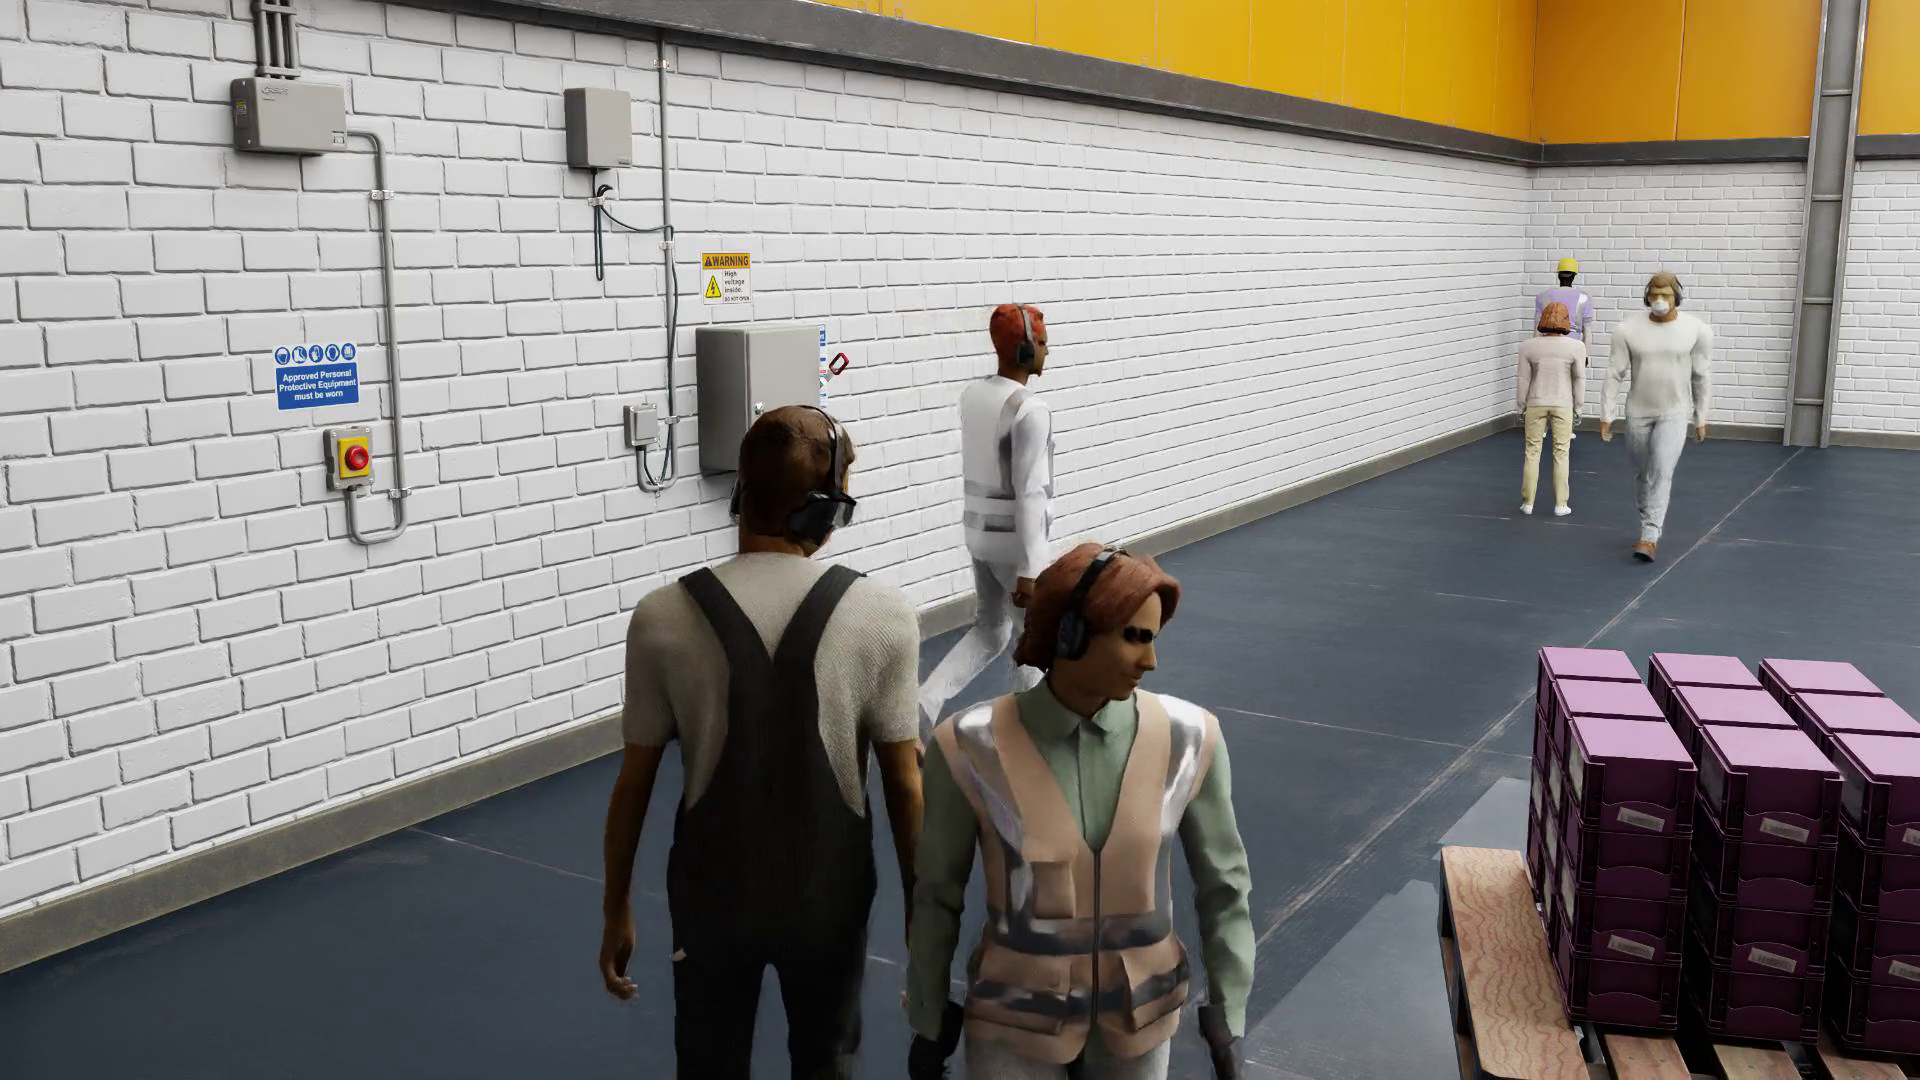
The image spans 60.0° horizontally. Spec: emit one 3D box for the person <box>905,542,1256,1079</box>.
[{"bbox_3d":[0.193,0.822,2.670,0.563,1.625,0.443,-2,10,-11],"label":"person"}]

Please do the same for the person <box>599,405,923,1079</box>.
[{"bbox_3d":[-0.351,0.672,2.978,0.616,1.814,0.440,-1,10,-5],"label":"person"}]

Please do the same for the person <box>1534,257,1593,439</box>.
[{"bbox_3d":[6.358,-2.017,17.586,0.582,1.918,0.388,3,11,18],"label":"person"}]

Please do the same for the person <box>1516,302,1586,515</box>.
[{"bbox_3d":[4.516,-1.001,12.742,0.500,1.633,0.280,4,11,23],"label":"person"}]

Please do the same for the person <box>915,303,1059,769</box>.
[{"bbox_3d":[0.112,0.035,6.353,0.697,1.867,0.575,-6,12,-31],"label":"person"}]

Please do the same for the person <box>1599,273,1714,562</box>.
[{"bbox_3d":[4.608,-0.822,11.053,0.651,1.883,1.021,6,12,31],"label":"person"}]
